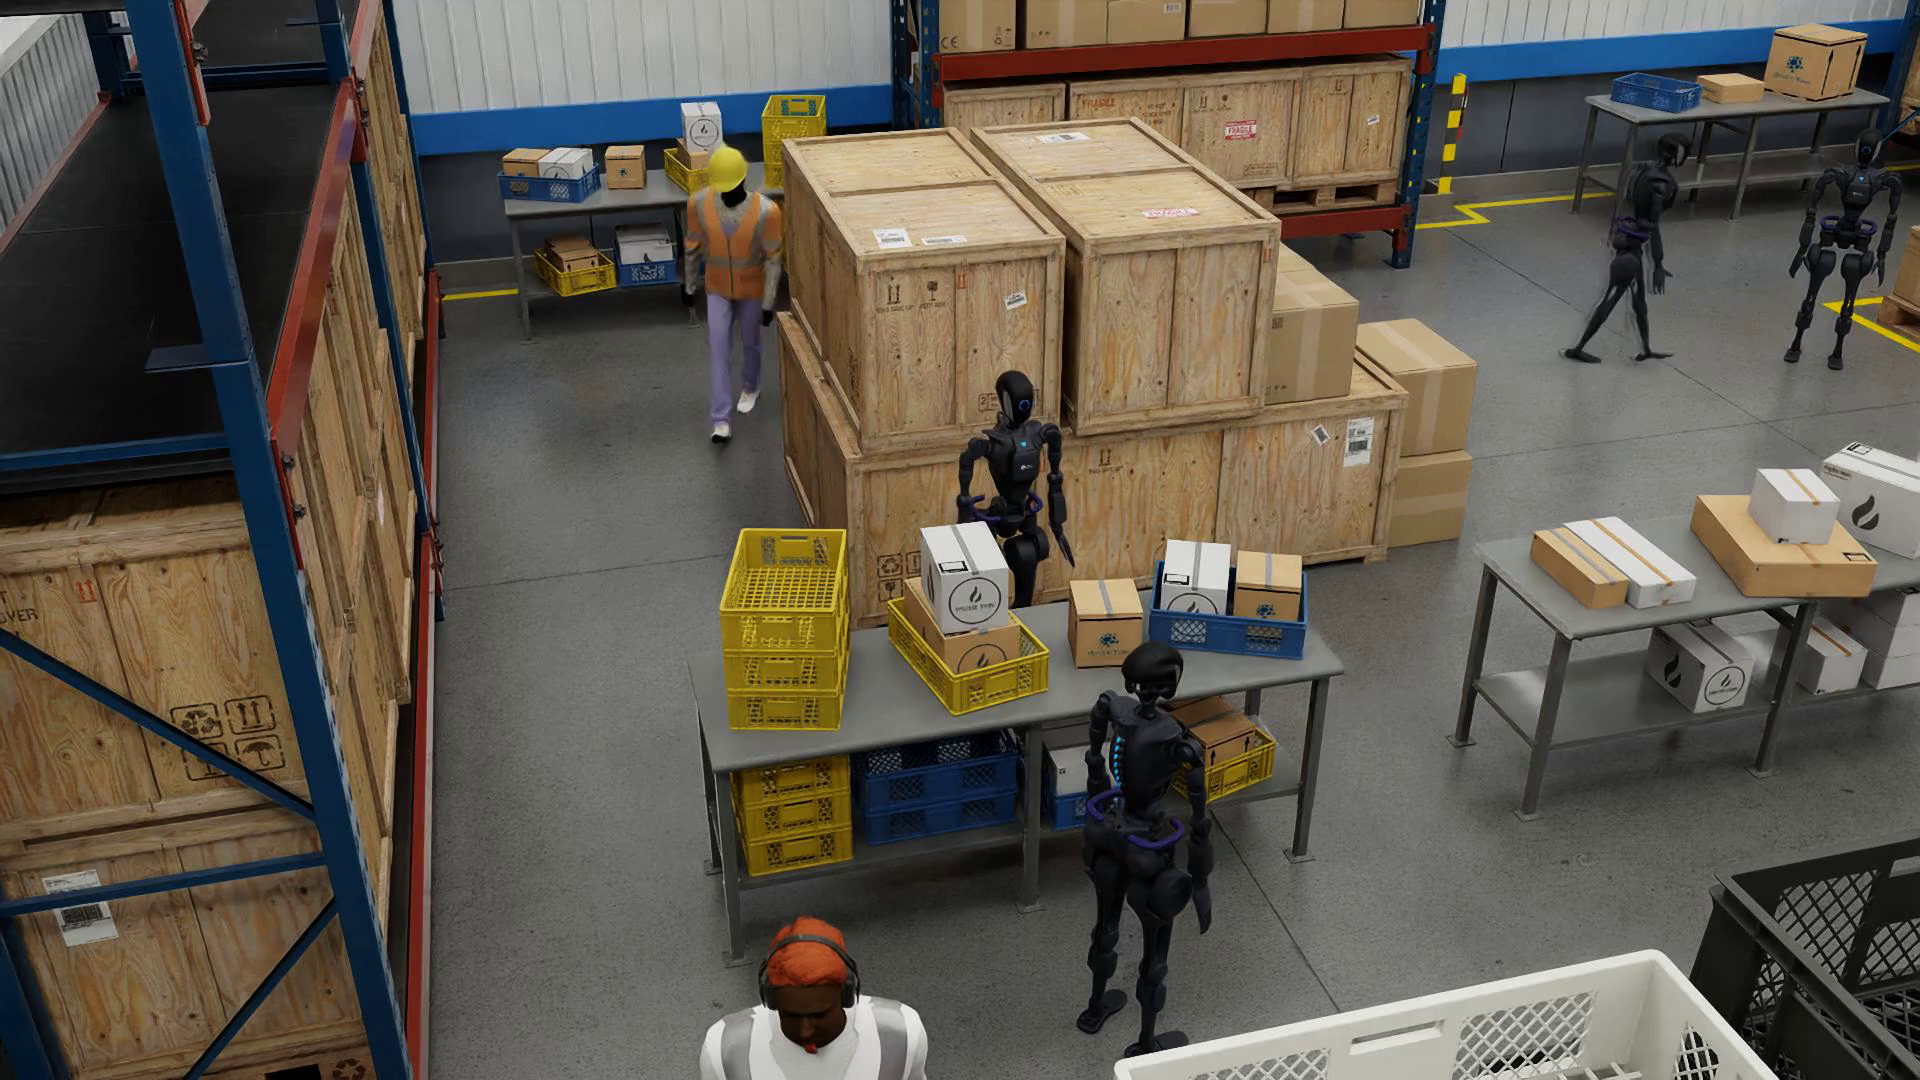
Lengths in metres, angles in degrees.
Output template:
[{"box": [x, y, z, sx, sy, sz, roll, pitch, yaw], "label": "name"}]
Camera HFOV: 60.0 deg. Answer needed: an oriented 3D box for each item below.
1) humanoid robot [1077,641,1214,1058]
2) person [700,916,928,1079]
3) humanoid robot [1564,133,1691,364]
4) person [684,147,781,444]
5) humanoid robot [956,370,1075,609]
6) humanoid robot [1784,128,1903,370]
[{"box": [0.632, 1.063, 5.713, 0.330, 1.657, 0.586, -23, 36, -35], "label": "humanoid robot"}, {"box": [-0.359, 1.723, 4.315, 0.583, 1.882, 0.337, -5, 29, -8], "label": "person"}, {"box": [4.589, -1.953, 11.236, 0.755, 1.619, 0.596, 12, 31, 21], "label": "humanoid robot"}, {"box": [-1.415, -1.530, 10.262, 0.662, 1.838, 1.011, 0, 29, 0], "label": "person"}, {"box": [0.235, 0.000, 7.641, 0.599, 1.657, 0.331, -15, 32, -25], "label": "humanoid robot"}, {"box": [5.945, -1.955, 11.203, 0.578, 1.649, 0.340, 13, 31, 22], "label": "humanoid robot"}]
